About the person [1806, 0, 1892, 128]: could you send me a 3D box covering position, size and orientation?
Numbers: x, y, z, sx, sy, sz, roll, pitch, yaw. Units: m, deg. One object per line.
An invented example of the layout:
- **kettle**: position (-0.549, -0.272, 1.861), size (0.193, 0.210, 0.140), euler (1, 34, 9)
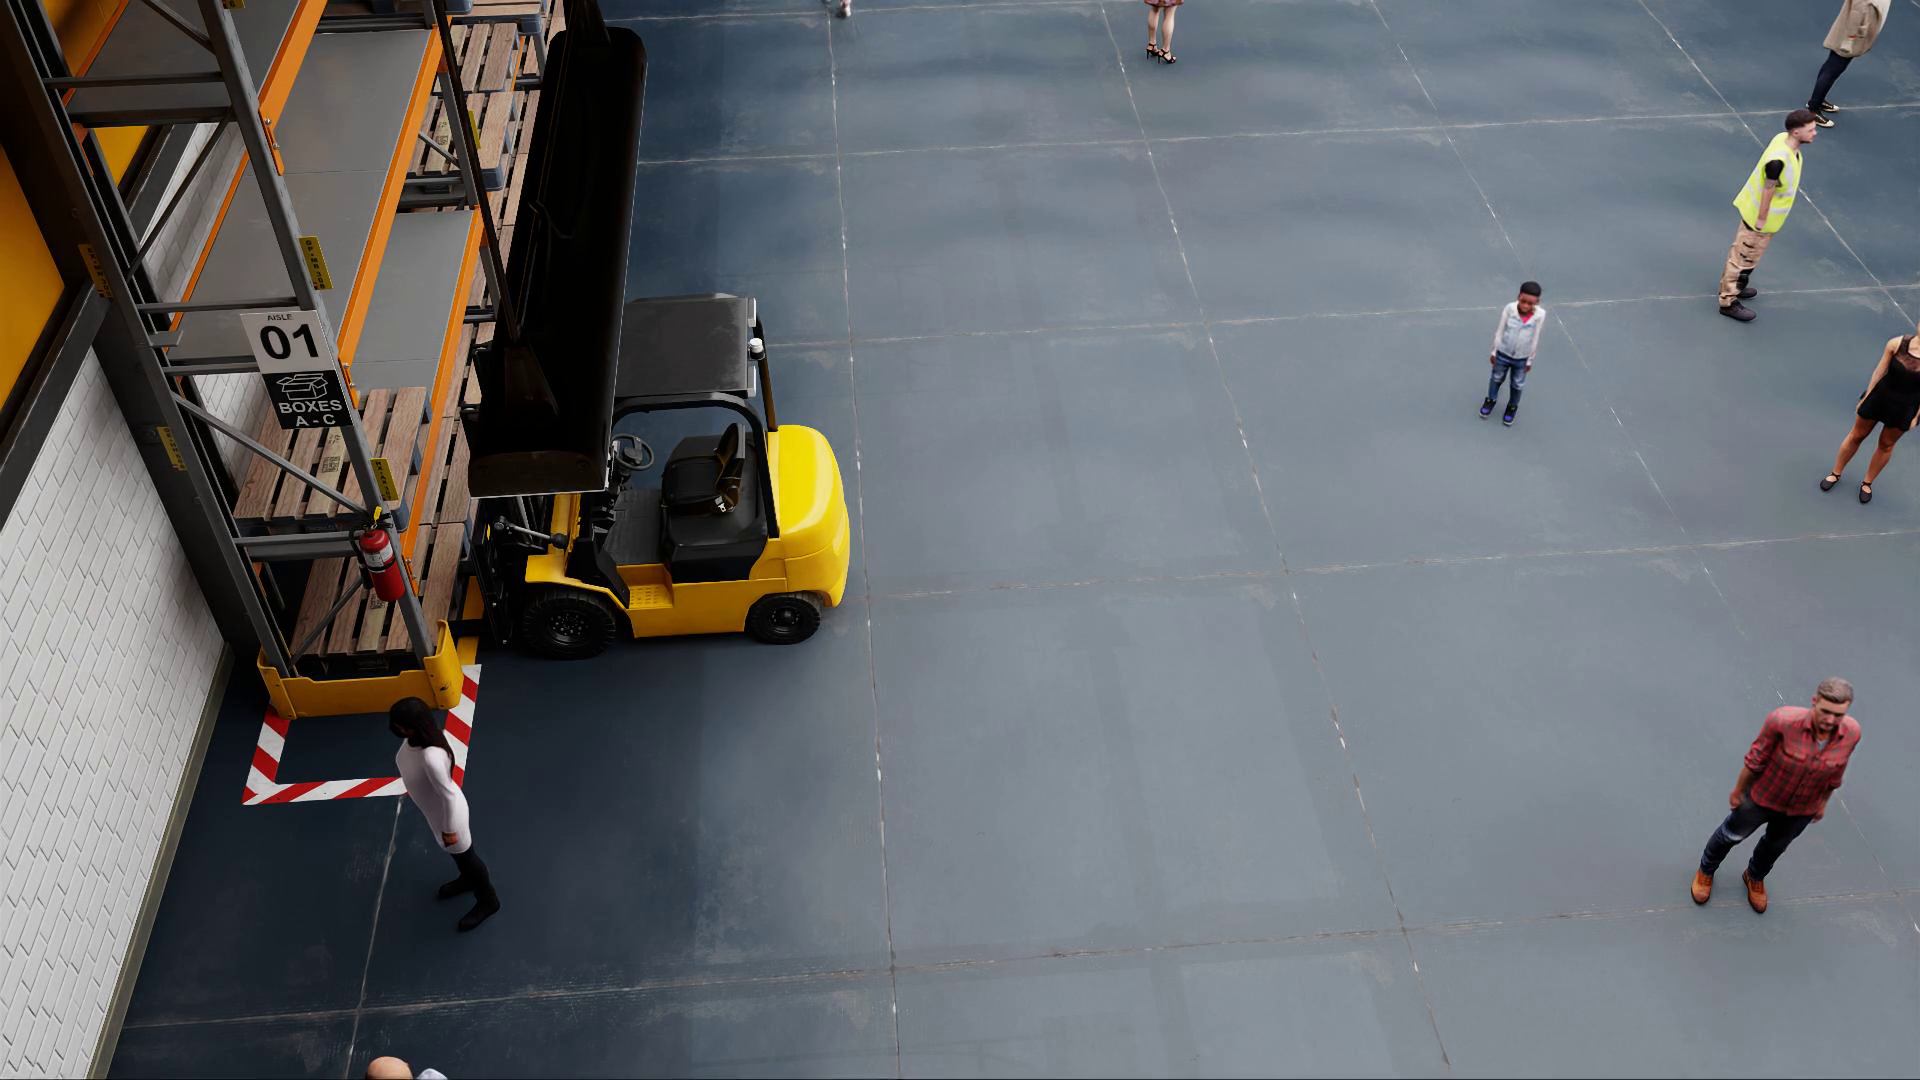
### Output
- **person**: position (8.538, -4.930, 15.932), size (0.883, 1.887, 0.802), euler (23, 48, 22)

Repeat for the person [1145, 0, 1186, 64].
- **person**: position (2.094, -5.684, 16.804), size (0.859, 1.775, 0.781), euler (-29, 51, -27)

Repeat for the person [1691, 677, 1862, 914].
- **person**: position (4.604, 1.409, 9.318), size (0.745, 1.831, 0.649), euler (7, 44, 8)

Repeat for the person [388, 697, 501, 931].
- **person**: position (-2.864, 1.494, 9.245), size (0.750, 1.808, 0.625), euler (-24, 49, -23)

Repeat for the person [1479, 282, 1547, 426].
- **person**: position (4.269, -1.465, 12.751), size (0.555, 1.256, 0.597), euler (18, 47, 18)

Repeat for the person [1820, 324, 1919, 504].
- **person**: position (6.712, -0.992, 11.952), size (0.682, 1.673, 0.730), euler (25, 49, 24)

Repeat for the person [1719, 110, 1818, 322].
- **person**: position (6.600, -2.694, 13.615), size (0.901, 1.845, 0.815), euler (18, 46, 18)

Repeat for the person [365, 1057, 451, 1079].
- **person**: position (-2.468, 2.923, 7.758), size (0.775, 1.791, 0.622), euler (10, 44, 10)
